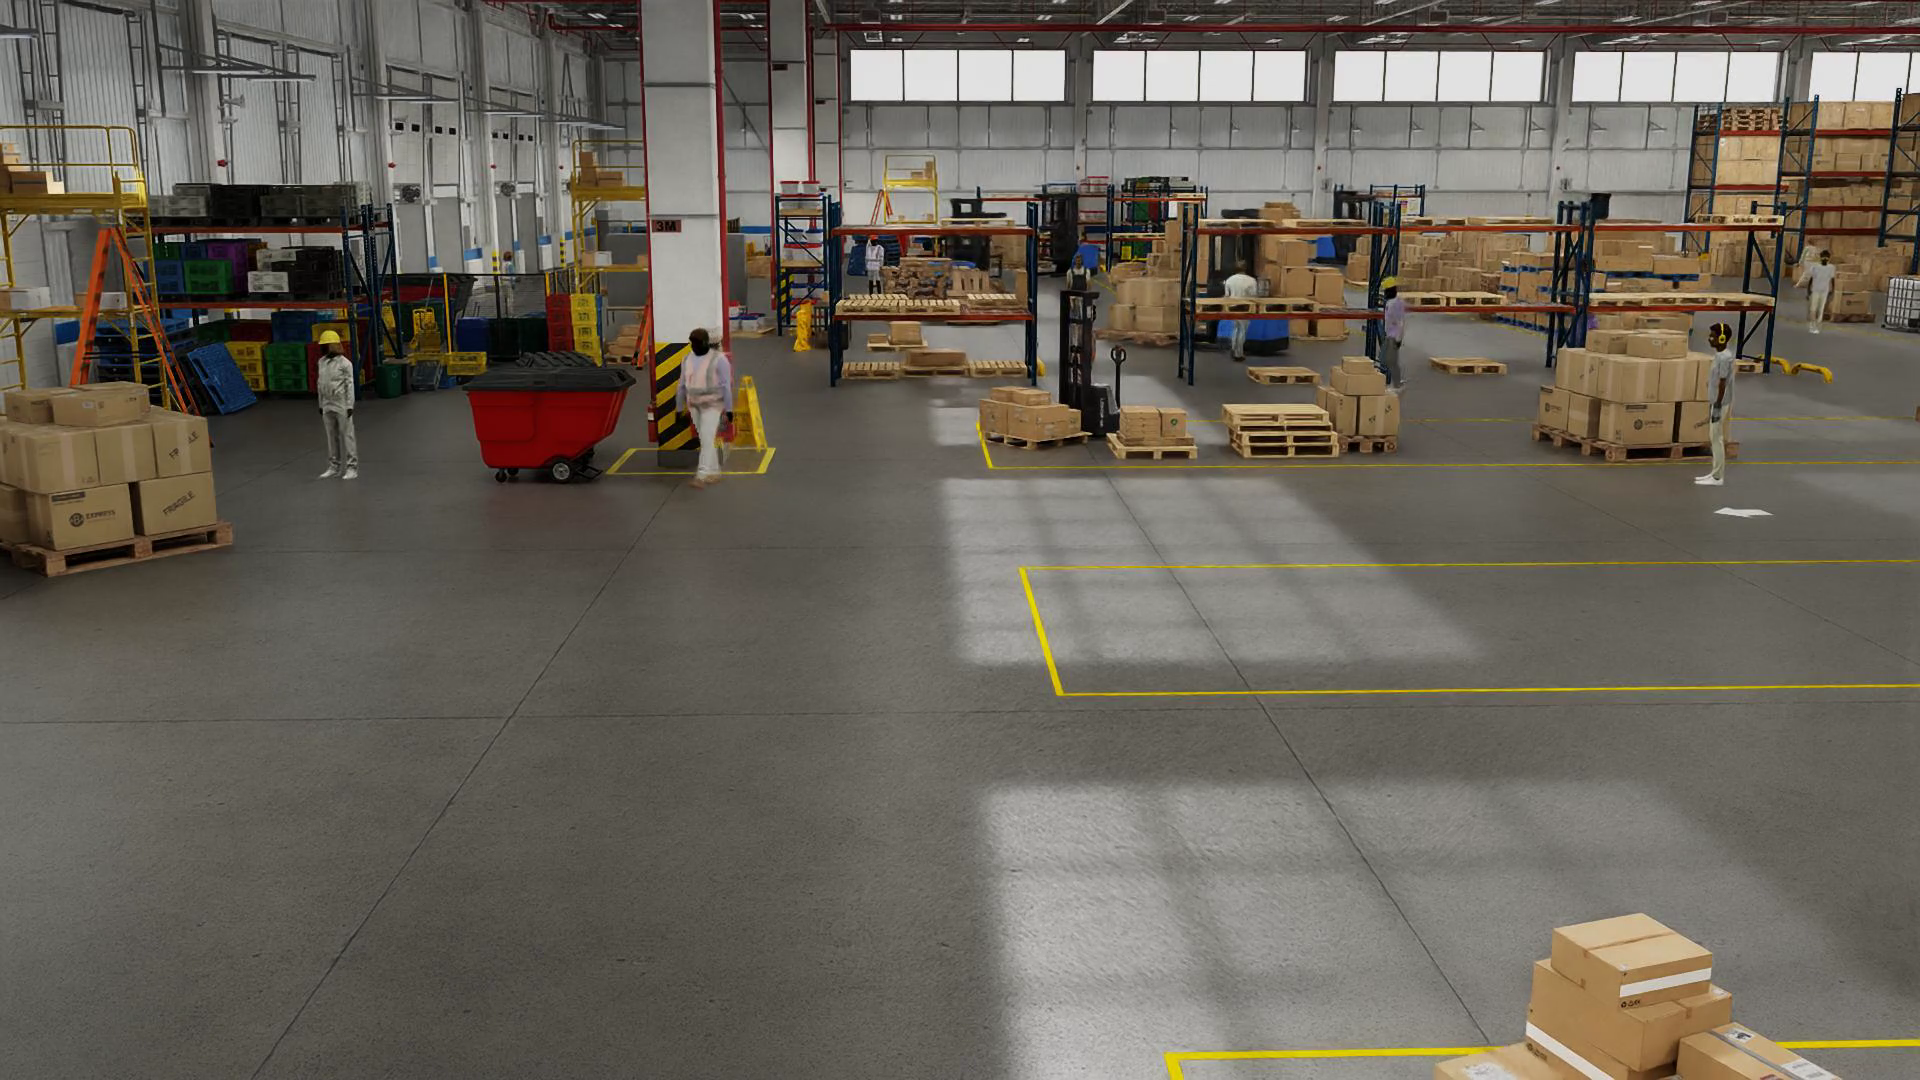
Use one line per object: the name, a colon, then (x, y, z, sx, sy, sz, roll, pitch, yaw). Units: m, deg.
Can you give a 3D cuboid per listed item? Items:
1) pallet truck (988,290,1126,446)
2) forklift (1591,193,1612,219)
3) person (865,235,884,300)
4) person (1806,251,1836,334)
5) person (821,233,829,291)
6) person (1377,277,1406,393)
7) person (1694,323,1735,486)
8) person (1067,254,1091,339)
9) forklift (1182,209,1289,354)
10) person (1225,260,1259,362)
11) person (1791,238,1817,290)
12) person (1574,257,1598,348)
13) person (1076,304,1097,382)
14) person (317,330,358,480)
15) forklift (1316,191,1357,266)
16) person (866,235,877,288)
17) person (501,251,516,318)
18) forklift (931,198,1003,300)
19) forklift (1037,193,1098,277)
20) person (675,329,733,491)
pallet truck: (1.257, -2.299, 22.111, 1.885, 1.965, 0.823, -9, 15, -35)
forklift: (22.133, -10.617, 57.655, 1.873, 2.768, 1.129, 0, 12, -2)
person: (-2.338, -7.371, 45.137, 0.545, 1.942, 0.349, 6, 14, 25)
person: (18.954, -5.429, 36.585, 0.563, 1.841, 0.796, 5, 13, 20)
person: (-3.536, -7.246, 44.584, 0.359, 1.938, 0.545, -7, 14, -27)
person: (7.029, -3.334, 27.072, 0.463, 1.881, 0.643, -1, 13, -5)
person: (8.657, -1.544, 19.029, 0.328, 1.861, 0.503, 4, 13, 17)
person: (2.562, -5.282, 36.014, 0.511, 1.812, 0.938, -1, 13, -5)
forklift: (5.528, -5.168, 33.053, 1.873, 2.768, 1.129, 10, 16, 39)
person: (5.365, -4.329, 31.444, 0.647, 1.919, 0.574, 12, 17, 42)
person: (25.594, -8.299, 50.142, 0.523, 1.582, 0.896, -8, 15, -34)
person: (12.322, -4.602, 32.722, 0.454, 1.904, 0.595, 0, 12, -2)
person: (1.814, -2.575, 24.068, 0.322, 1.690, 0.532, 0, 12, -1)
person: (-7.293, -1.575, 19.419, 0.484, 1.744, 0.294, 5, 13, 20)
forklift: (14.664, -11.922, 63.548, 1.129, 2.768, 1.873, -8, 15, -32)
person: (-2.730, -8.730, 51.419, 0.338, 1.877, 0.573, -2, 13, -9)
person: (-11.073, -6.254, 40.804, 0.313, 1.634, 0.515, -9, 15, -35)
forklift: (0.184, -8.091, 46.251, 1.873, 2.768, 1.129, -11, 17, -41)
forklift: (3.687, -10.384, 56.603, 1.873, 2.768, 1.129, -7, 14, -28)
person: (-2.962, -1.467, 18.780, 0.662, 1.802, 0.896, 7, 14, 28)
